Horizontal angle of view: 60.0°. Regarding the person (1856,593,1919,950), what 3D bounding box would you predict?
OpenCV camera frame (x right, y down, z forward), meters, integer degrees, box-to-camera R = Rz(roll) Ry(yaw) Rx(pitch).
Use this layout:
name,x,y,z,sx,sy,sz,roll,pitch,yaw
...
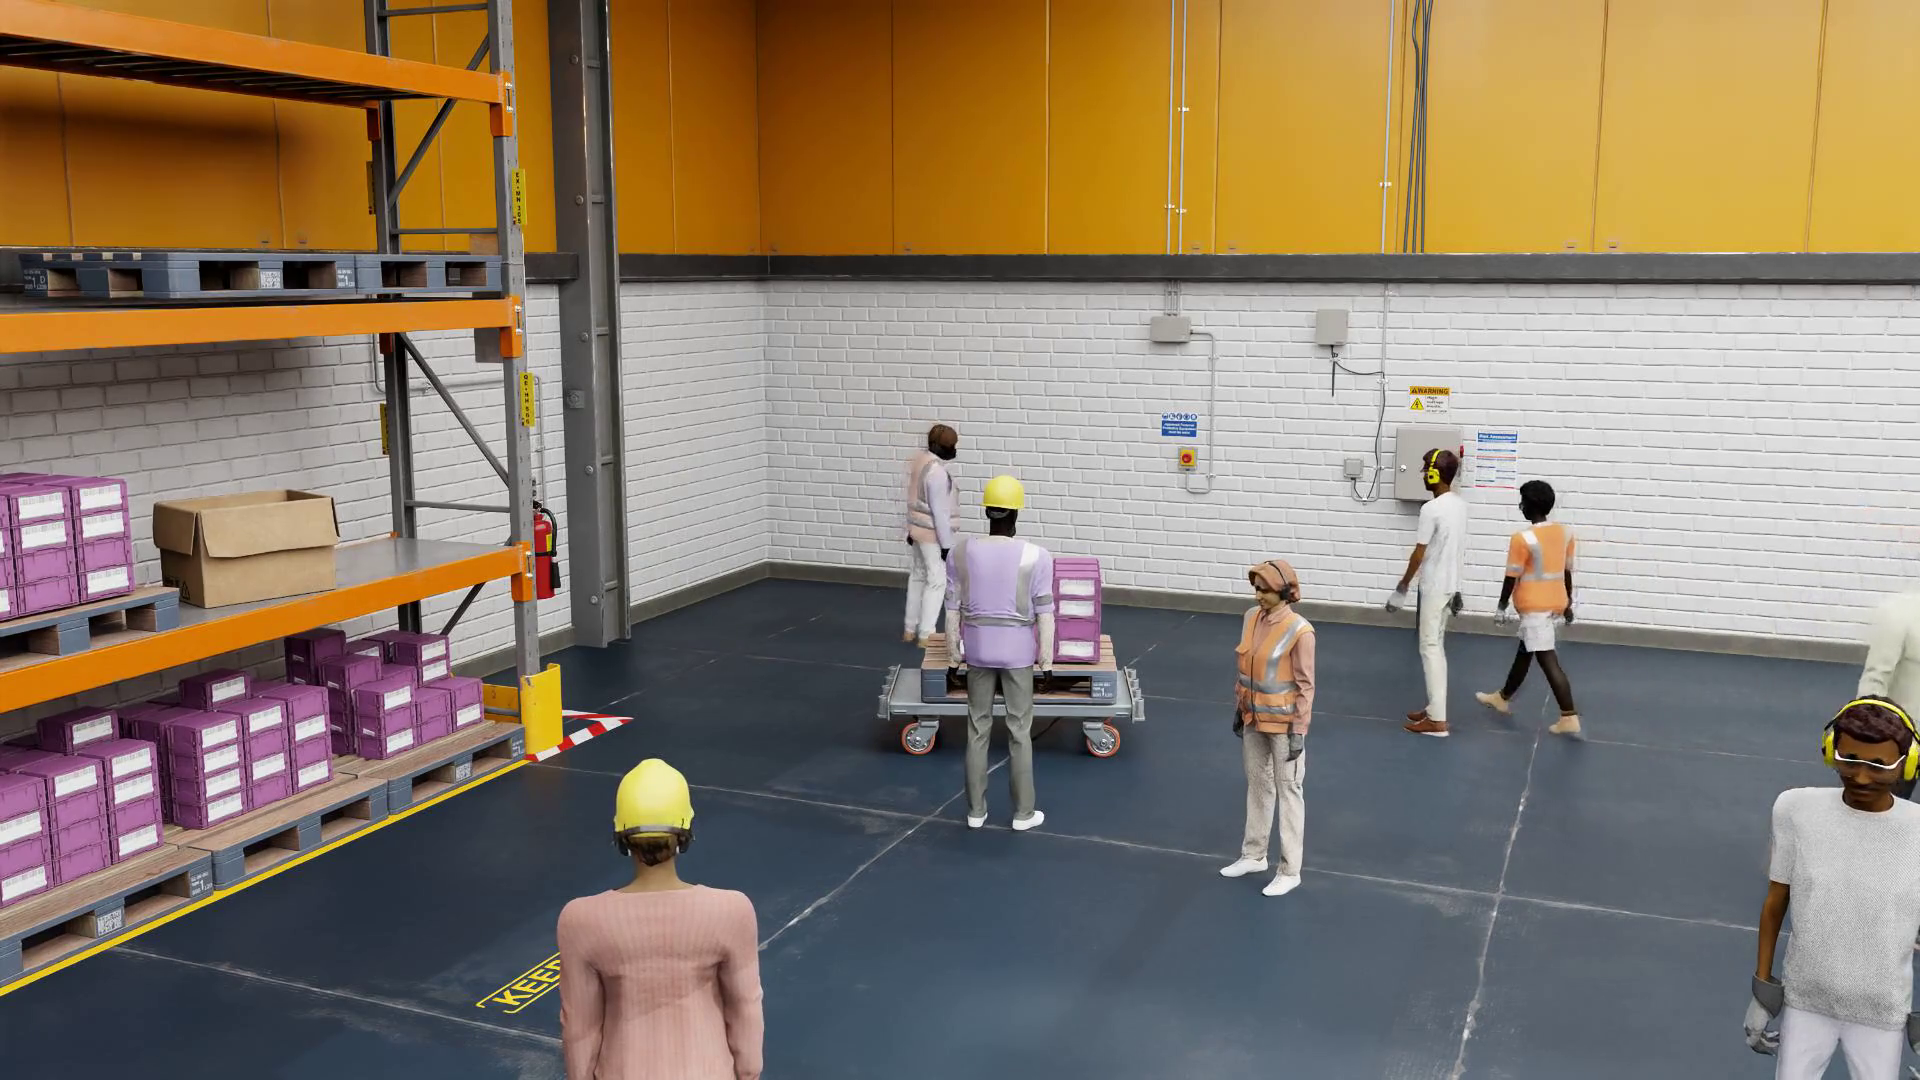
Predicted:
name,x,y,z,sx,sy,sz,roll,pitch,yaw
person,4.224,0.849,7.435,0.634,1.953,0.818,-2,10,-10

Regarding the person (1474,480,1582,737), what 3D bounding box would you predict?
name,x,y,z,sx,sy,sz,roll,pitch,yaw
person,3.759,0.429,10.861,0.542,1.641,0.924,-6,11,-34

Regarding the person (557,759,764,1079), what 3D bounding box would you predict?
name,x,y,z,sx,sy,sz,roll,pitch,yaw
person,-0.777,1.440,4.380,0.525,1.772,0.305,-1,9,-9

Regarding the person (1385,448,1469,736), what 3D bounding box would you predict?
name,x,y,z,sx,sy,sz,roll,pitch,yaw
person,3.059,0.337,10.778,0.405,1.863,0.538,9,13,42

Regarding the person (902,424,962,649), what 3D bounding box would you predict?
name,x,y,z,sx,sy,sz,roll,pitch,yaw
person,-0.230,-0.032,13.223,0.452,1.804,0.773,-3,10,-16

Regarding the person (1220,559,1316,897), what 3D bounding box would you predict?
name,x,y,z,sx,sy,sz,roll,pitch,yaw
person,1.513,0.896,8.067,0.310,1.640,0.514,-5,11,-28

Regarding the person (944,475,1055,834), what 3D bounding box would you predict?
name,x,y,z,sx,sy,sz,roll,pitch,yaw
person,0.217,0.612,8.918,0.595,1.925,0.373,2,10,14

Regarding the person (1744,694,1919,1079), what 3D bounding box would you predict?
name,x,y,z,sx,sy,sz,roll,pitch,yaw
person,2.499,1.342,4.691,0.516,1.865,0.329,6,11,33
